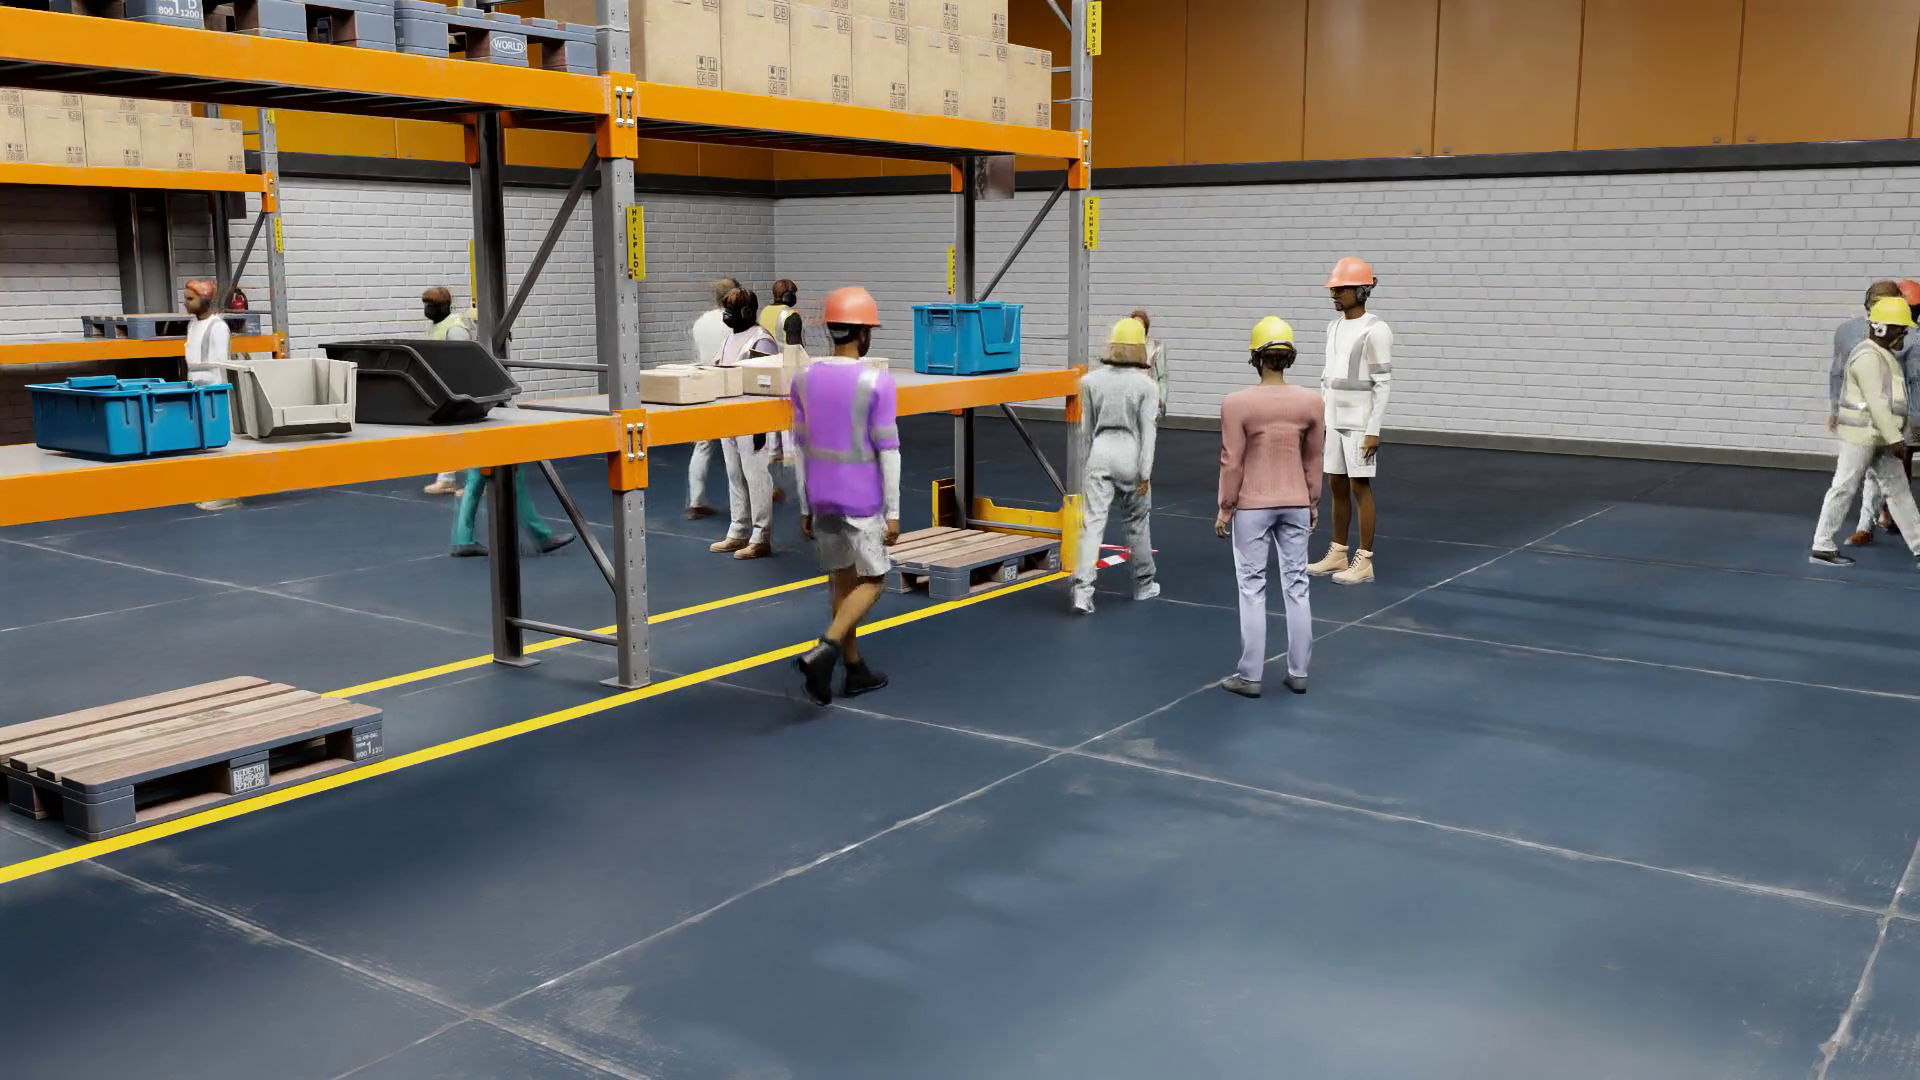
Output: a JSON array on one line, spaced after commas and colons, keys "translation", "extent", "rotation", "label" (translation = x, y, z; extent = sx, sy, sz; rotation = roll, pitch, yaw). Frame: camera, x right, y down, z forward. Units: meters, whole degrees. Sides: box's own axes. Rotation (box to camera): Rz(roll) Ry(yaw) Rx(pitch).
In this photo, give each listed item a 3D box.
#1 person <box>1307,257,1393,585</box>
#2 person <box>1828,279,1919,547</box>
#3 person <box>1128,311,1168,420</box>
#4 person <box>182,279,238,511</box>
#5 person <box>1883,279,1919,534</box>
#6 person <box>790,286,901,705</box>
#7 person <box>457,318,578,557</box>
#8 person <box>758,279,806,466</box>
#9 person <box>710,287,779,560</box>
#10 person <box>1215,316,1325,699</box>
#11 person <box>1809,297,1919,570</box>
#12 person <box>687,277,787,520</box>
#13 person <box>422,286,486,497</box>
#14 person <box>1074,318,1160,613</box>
[{"translation": [2.434, -0.744, 10.460], "extent": [0.373, 2.043, 0.615], "rotation": [-4, 10, -21], "label": "person"}, {"translation": [6.605, -0.917, 11.918], "extent": [0.759, 1.906, 0.654], "rotation": [-8, 13, -40], "label": "person"}, {"translation": [1.535, -1.190, 14.459], "extent": [0.537, 1.593, 0.871], "rotation": [1, 10, 5], "label": "person"}, {"translation": [-6.100, -1.158, 13.436], "extent": [0.614, 1.868, 0.452], "rotation": [9, 13, 42], "label": "person"}, {"translation": [7.125, -1.031, 12.627], "extent": [0.556, 1.901, 0.937], "rotation": [5, 11, 29], "label": "person"}, {"translation": [-0.539, -0.181, 7.510], "extent": [0.547, 1.917, 0.691], "rotation": [5, 11, 30], "label": "person"}, {"translation": [-3.068, -0.742, 11.355], "extent": [0.852, 1.724, 0.548], "rotation": [-3, 10, -18], "label": "person"}, {"translation": [-1.737, -1.657, 16.498], "extent": [0.429, 1.841, 0.633], "rotation": [-8, 12, -40], "label": "person"}, {"translation": [-1.484, -0.793, 11.358], "extent": [0.429, 1.844, 0.623], "rotation": [-7, 12, -35], "label": "person"}, {"translation": [1.431, -0.148, 7.739], "extent": [0.528, 1.767, 0.329], "rotation": [-3, 10, -15], "label": "person"}, {"translation": [6.046, -0.667, 10.791], "extent": [0.591, 1.777, 0.935], "rotation": [-9, 13, -44], "label": "person"}, {"translation": [-1.811, -1.126, 13.201], "extent": [0.642, 1.883, 1.007], "rotation": [6, 11, 32], "label": "person"}, {"translation": [-4.334, -1.253, 14.192], "extent": [0.595, 1.812, 0.642], "rotation": [-9, 13, -43], "label": "person"}, {"translation": [0.911, -0.436, 9.668], "extent": [0.501, 1.696, 0.912], "rotation": [4, 10, 24], "label": "person"}]
